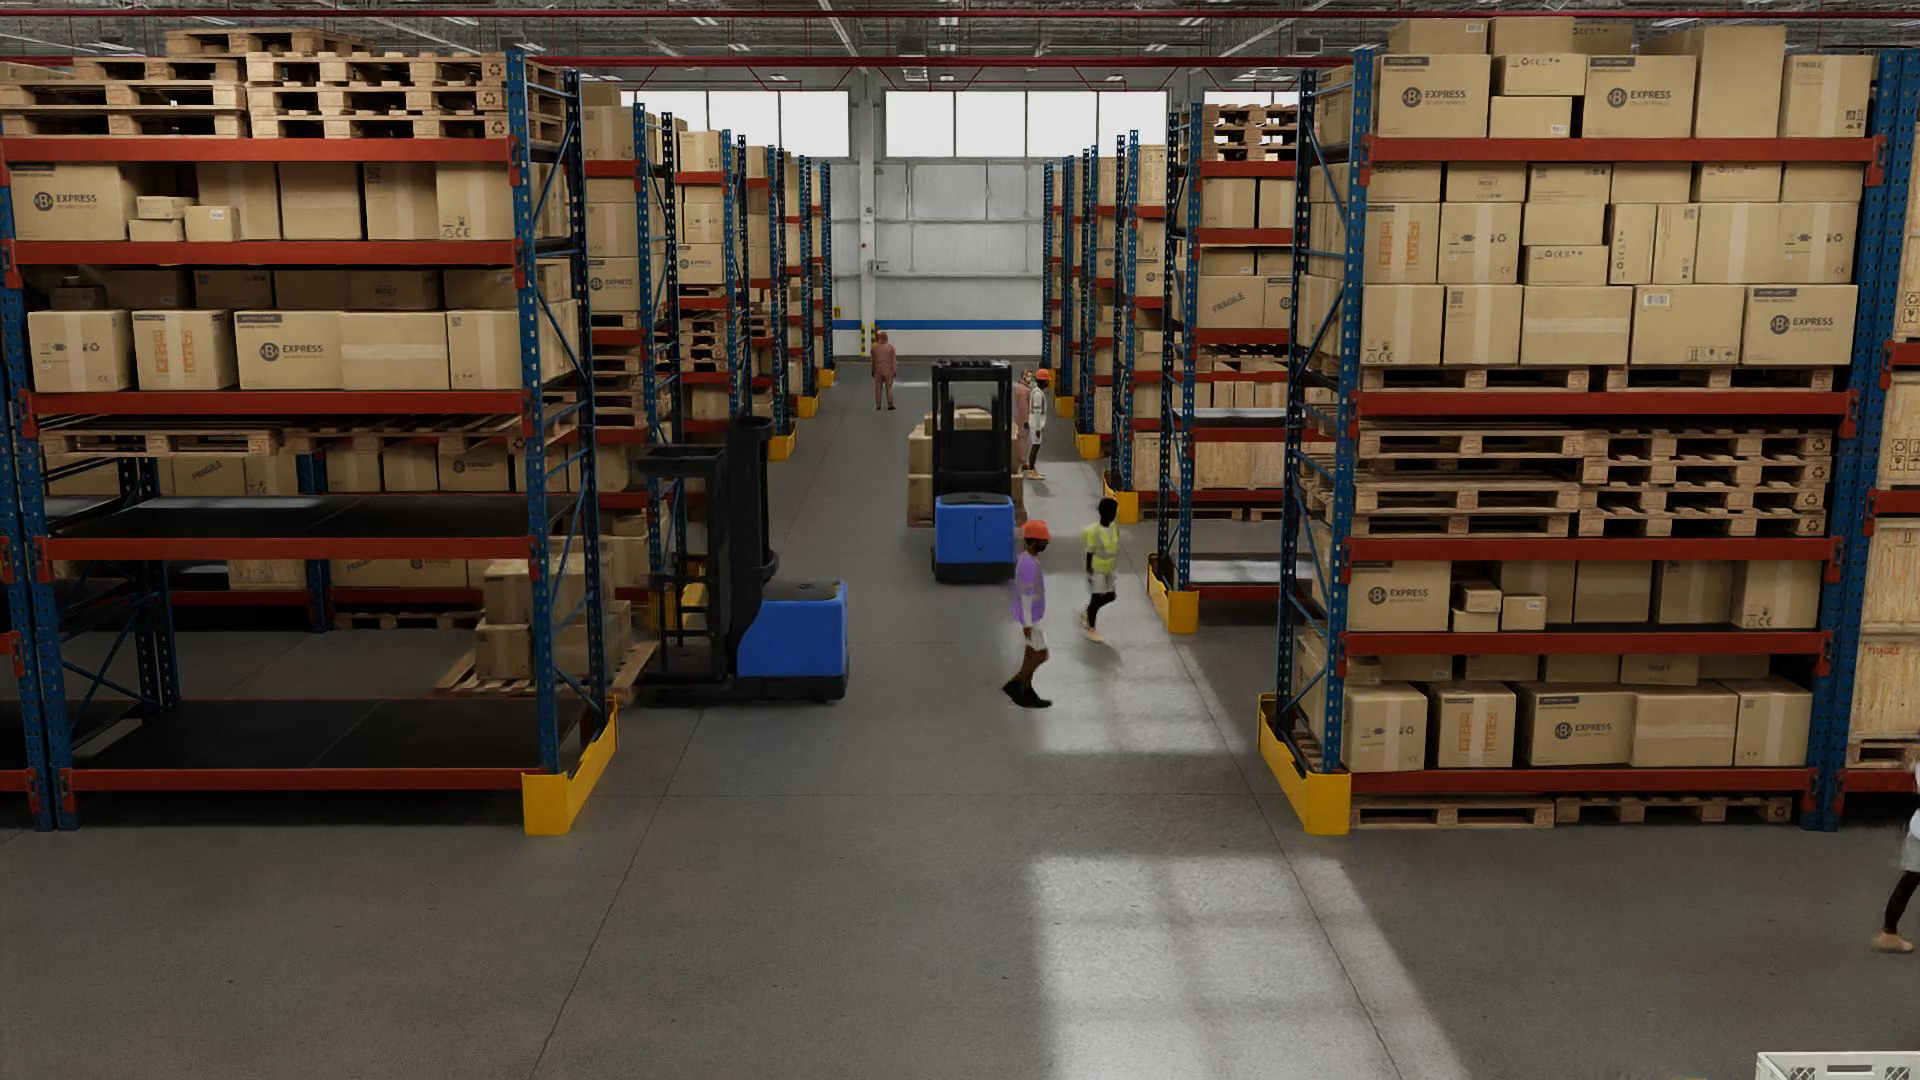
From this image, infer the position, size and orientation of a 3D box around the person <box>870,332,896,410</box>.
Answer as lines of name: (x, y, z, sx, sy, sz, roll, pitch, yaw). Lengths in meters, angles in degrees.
person: (-1.850, -4.122, 40.553, 0.636, 1.911, 0.405, 2, 12, 12)

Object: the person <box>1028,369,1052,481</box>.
person: (1.457, -2.096, 30.230, 0.442, 2.030, 0.624, 1, 11, 5)

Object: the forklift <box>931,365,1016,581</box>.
forklift: (0.175, -0.962, 22.470, 1.129, 2.768, 1.873, 0, 11, -2)

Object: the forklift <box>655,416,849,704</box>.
forklift: (-2.096, 0.177, 16.823, 1.873, 2.768, 1.129, 0, 11, -1)

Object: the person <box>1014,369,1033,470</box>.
person: (1.233, -2.287, 31.480, 0.406, 1.902, 0.639, -1, 11, -4)

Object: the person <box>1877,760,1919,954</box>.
person: (6.543, 1.965, 11.010, 0.860, 1.644, 0.551, -2, 12, -9)

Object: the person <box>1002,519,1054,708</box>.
person: (0.718, 0.742, 16.398, 0.415, 1.924, 0.576, 1, 11, 6)

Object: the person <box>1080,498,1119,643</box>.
person: (1.577, 0.324, 19.074, 0.553, 1.680, 0.459, -10, 15, -42)
